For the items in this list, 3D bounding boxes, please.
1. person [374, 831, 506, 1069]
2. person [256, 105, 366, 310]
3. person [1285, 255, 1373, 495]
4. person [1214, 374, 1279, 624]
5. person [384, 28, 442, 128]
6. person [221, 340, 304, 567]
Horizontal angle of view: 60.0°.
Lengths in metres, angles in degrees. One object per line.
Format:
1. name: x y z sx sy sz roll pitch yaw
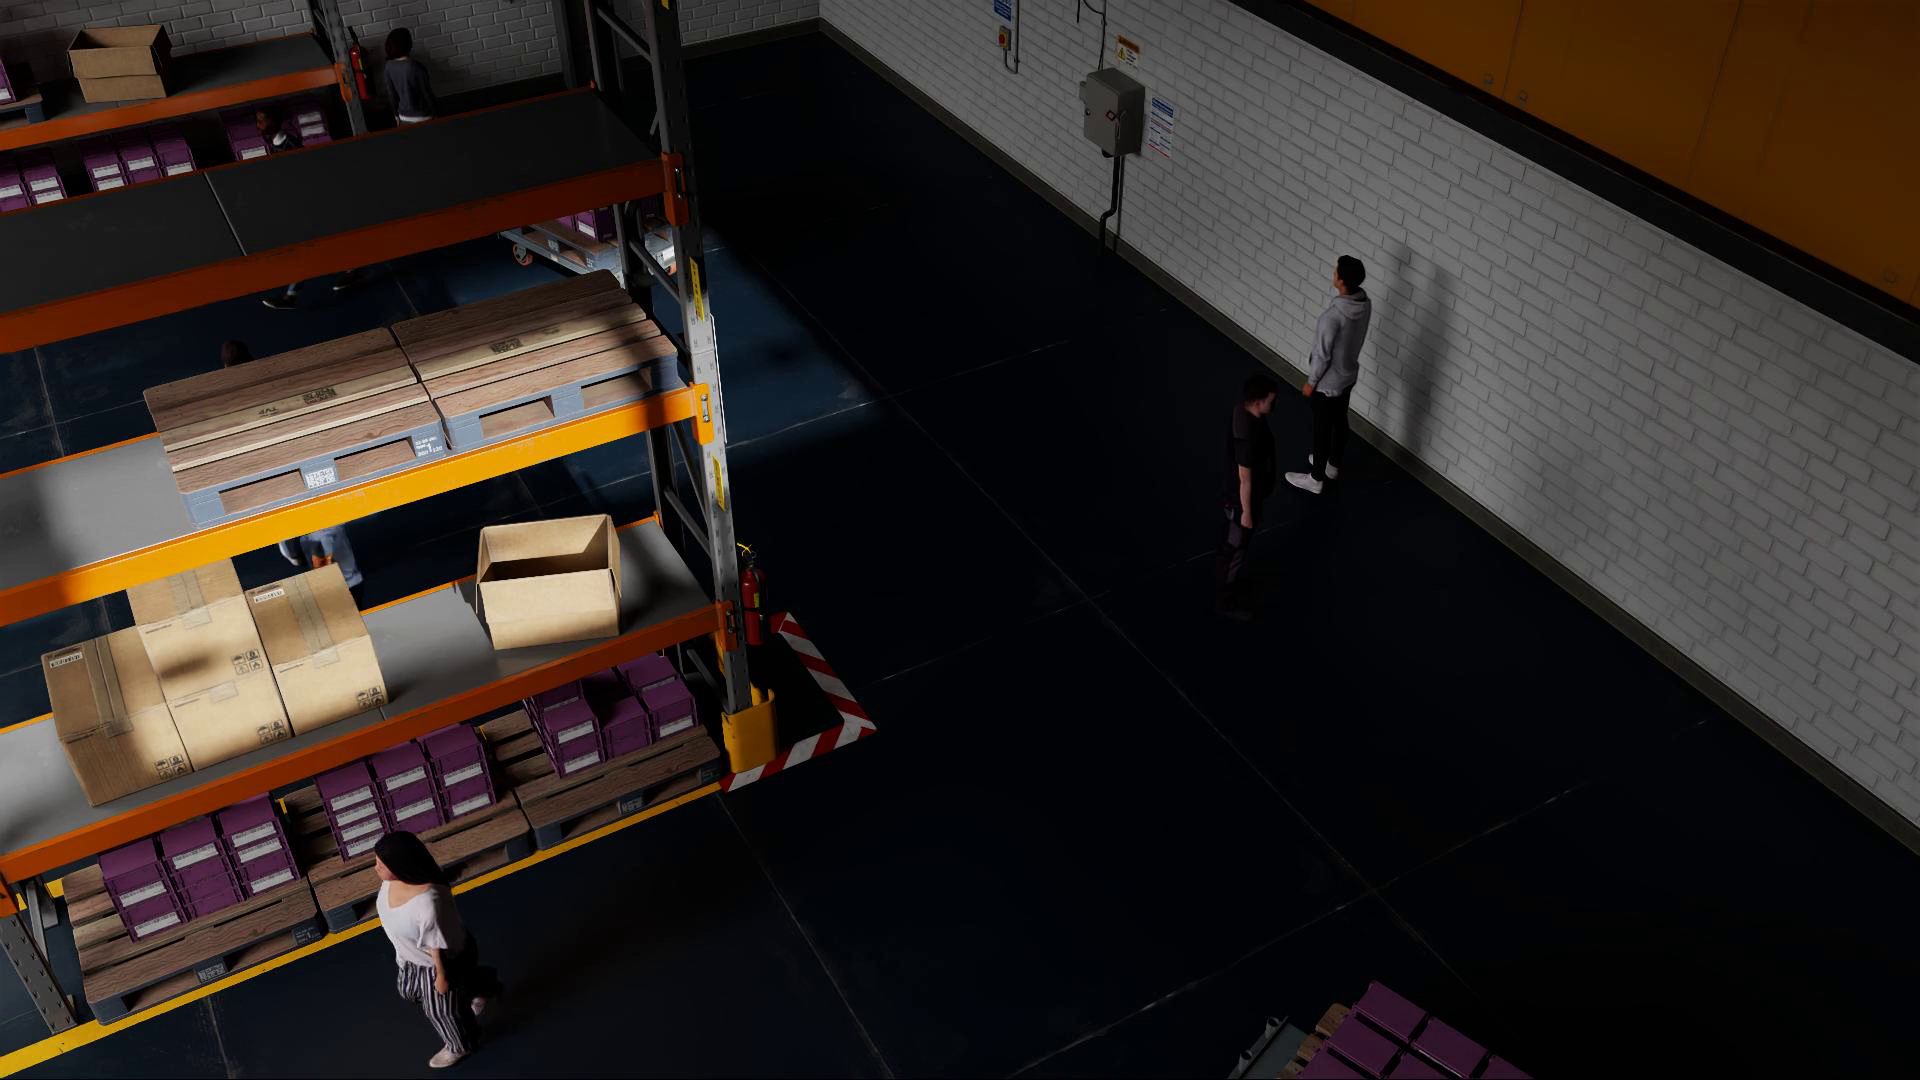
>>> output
1. person: -2.556 2.012 8.329 0.767 1.666 0.716 -25 45 -28
2. person: -5.609 -2.916 14.420 0.885 1.765 1.255 31 48 33
3. person: 2.749 -1.209 12.149 0.805 1.930 0.649 30 48 32
4. person: 1.888 -0.310 11.093 0.835 1.845 0.800 6 39 8
5. person: -5.163 -3.918 15.690 1.034 1.746 1.126 11 40 14
6. person: -4.660 -0.532 11.371 0.692 1.845 0.754 -20 43 -23
